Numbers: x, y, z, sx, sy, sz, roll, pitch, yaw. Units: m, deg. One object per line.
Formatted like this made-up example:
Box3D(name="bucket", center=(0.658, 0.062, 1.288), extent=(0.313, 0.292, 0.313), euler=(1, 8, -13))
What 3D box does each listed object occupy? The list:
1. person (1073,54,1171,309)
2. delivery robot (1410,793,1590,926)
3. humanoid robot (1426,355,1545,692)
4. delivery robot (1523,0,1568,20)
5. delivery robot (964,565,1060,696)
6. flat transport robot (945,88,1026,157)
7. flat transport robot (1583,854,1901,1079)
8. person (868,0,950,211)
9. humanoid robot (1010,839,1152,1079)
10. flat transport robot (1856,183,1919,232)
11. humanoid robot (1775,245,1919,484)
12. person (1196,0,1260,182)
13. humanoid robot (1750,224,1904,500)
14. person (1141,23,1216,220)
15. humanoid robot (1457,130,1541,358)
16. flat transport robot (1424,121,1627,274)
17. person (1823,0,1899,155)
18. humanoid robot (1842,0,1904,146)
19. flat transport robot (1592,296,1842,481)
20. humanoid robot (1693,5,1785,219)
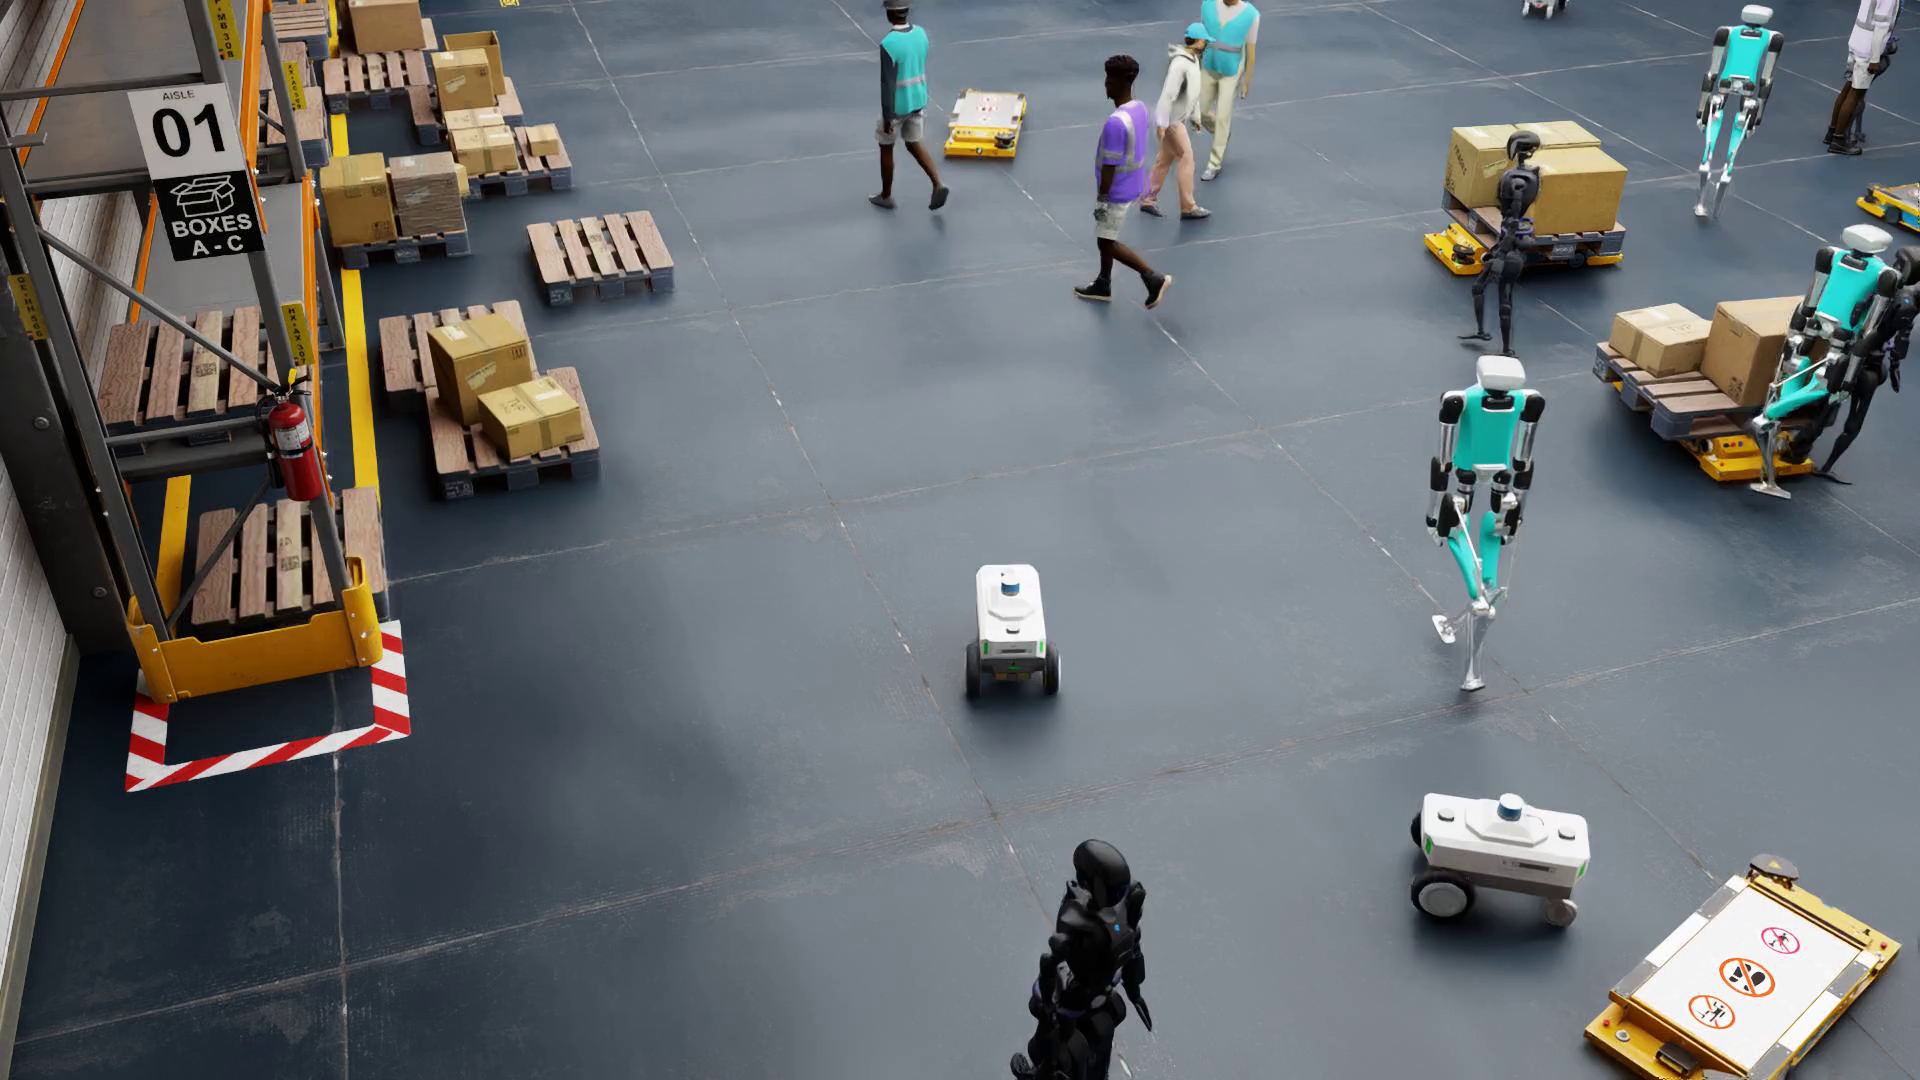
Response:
Box3D(name="person", center=(1.236, -2.620, 12.346), extent=(0.726, 1.939, 0.617), euler=(12, 35, 17))
Box3D(name="delivery robot", center=(2.407, 1.384, 7.454), extent=(0.747, 0.572, 0.499), euler=(7, 34, 11))
Box3D(name="humanoid robot", center=(2.723, 0.025, 8.523), extent=(0.530, 1.775, 1.011), euler=(-2, 33, -2))
Box3D(name="delivery robot", center=(6.855, -6.460, 19.483), extent=(0.499, 0.571, 0.756), euler=(15, 36, 21))
Box3D(name="delivery robot", center=(0.267, 0.472, 8.888), extent=(0.499, 0.611, 0.814), euler=(-1, 33, -1))
Box3D(name="flat transport robot", center=(0.261, -4.027, 16.035), extent=(0.659, 0.231, 1.431), euler=(4, 33, 5))
Box3D(name="flat transport robot", center=(3.316, 1.868, 6.994), extent=(1.431, 0.231, 0.659), euler=(-25, 41, -33))
Box3D(name="person", center=(-0.464, -3.681, 13.997), extent=(0.744, 1.914, 0.566), euler=(29, 43, 36))
Box3D(name="humanoid robot", center=(0.382, 1.680, 6.006), extent=(0.619, 1.631, 0.587), euler=(26, 41, 34))
Box3D(name="flat transport robot", center=(8.333, -2.672, 13.956), extent=(0.659, 0.231, 1.431), euler=(-10, 35, -15))
Box3D(name="humanoid robot", center=(5.510, -1.083, 10.238), extent=(0.613, 1.644, 0.483), euler=(-11, 35, -16))
Box3D(name="person", center=(2.336, -4.162, 14.814), extent=(0.585, 1.825, 0.623), euler=(22, 39, 29))
Box3D(name="humanoid robot", center=(5.089, -1.023, 10.094), extent=(1.047, 1.709, 0.545), euler=(-17, 37, -24))
Box3D(name="person", center=(1.881, -3.487, 13.964), extent=(0.690, 1.622, 0.519), euler=(10, 34, 14))
Box3D(name="humanoid robot", center=(3.838, -2.069, 11.746), extent=(0.512, 1.647, 0.604), euler=(9, 34, 14))
Box3D(name="flat transport robot", center=(4.595, -2.419, 13.569), extent=(1.431, 0.231, 0.659), euler=(-5, 33, -8))
Box3D(name="person", center=(8.367, -4.516, 15.269), extent=(0.383, 1.929, 0.541), euler=(6, 34, 9))
Box3D(name="humanoid robot", center=(8.485, -4.502, 15.472), extent=(0.612, 1.653, 0.310), euler=(-24, 40, -32))
Box3D(name="flat transport robot", center=(5.011, -0.848, 11.159), extent=(0.659, 0.231, 1.431), euler=(-5, 33, -8))
Box3D(name="humanoid robot", center=(6.400, -3.441, 13.848), extent=(0.541, 1.841, 0.781), euler=(12, 35, 18))
